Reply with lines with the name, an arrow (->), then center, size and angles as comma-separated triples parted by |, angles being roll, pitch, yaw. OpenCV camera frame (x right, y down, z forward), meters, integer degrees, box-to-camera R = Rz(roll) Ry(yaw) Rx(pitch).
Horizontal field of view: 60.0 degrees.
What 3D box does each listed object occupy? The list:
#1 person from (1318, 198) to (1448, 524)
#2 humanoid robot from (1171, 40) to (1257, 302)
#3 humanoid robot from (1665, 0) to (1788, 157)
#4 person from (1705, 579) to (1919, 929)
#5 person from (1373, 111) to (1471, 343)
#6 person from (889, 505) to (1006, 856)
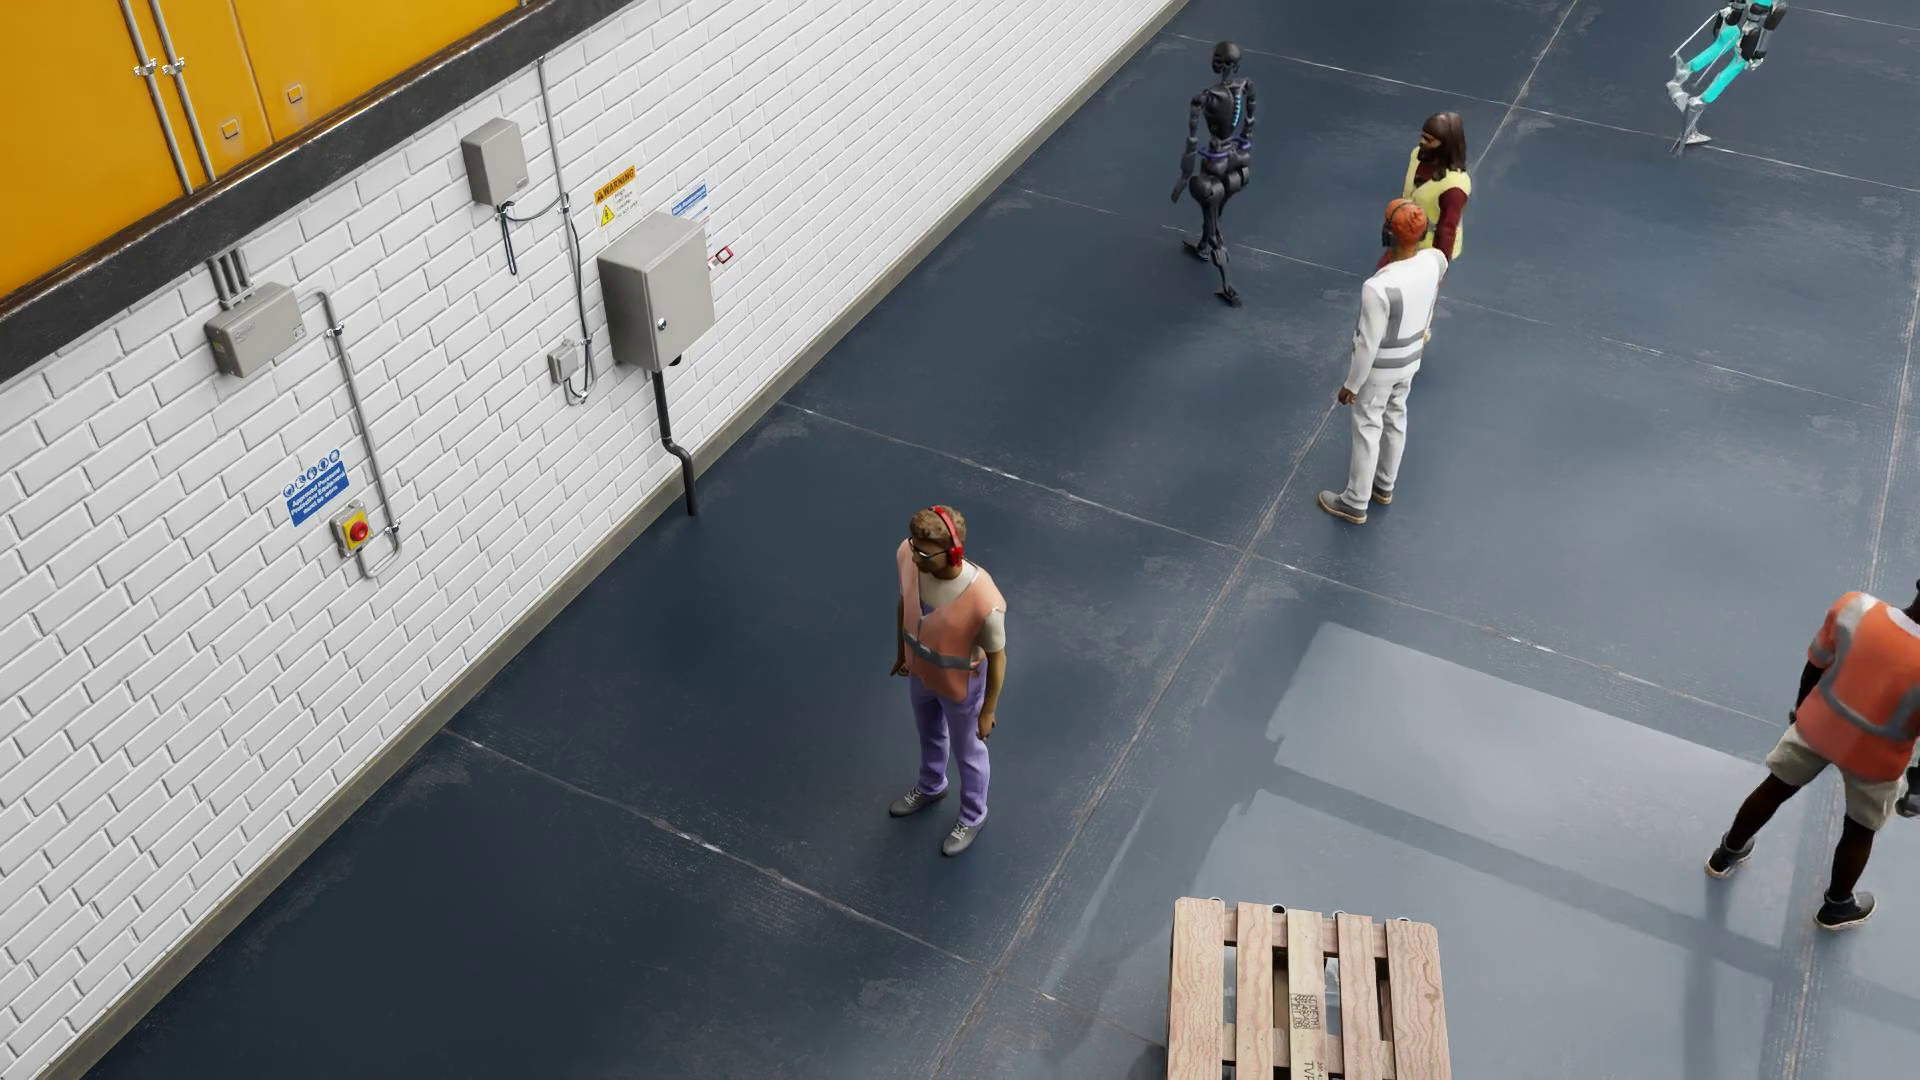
person -> 2.203, -0.911, 8.659 | 0.574, 1.881, 0.353 | -28, 48, -29
humanoid robot -> 1.645, -2.355, 10.536 | 0.583, 1.629, 0.778 | -24, 46, -26
humanoid robot -> 5.388, -3.496, 11.854 | 0.732, 1.908, 0.553 | -10, 42, -11
person -> 3.617, 0.792, 6.651 | 0.450, 1.947, 0.637 | -25, 47, -26
person -> 2.642, -1.657, 9.616 | 0.429, 1.760, 0.489 | -14, 43, -15
person -> -0.046, 0.570, 6.969 | 0.374, 1.843, 0.569 | -33, 51, -32
